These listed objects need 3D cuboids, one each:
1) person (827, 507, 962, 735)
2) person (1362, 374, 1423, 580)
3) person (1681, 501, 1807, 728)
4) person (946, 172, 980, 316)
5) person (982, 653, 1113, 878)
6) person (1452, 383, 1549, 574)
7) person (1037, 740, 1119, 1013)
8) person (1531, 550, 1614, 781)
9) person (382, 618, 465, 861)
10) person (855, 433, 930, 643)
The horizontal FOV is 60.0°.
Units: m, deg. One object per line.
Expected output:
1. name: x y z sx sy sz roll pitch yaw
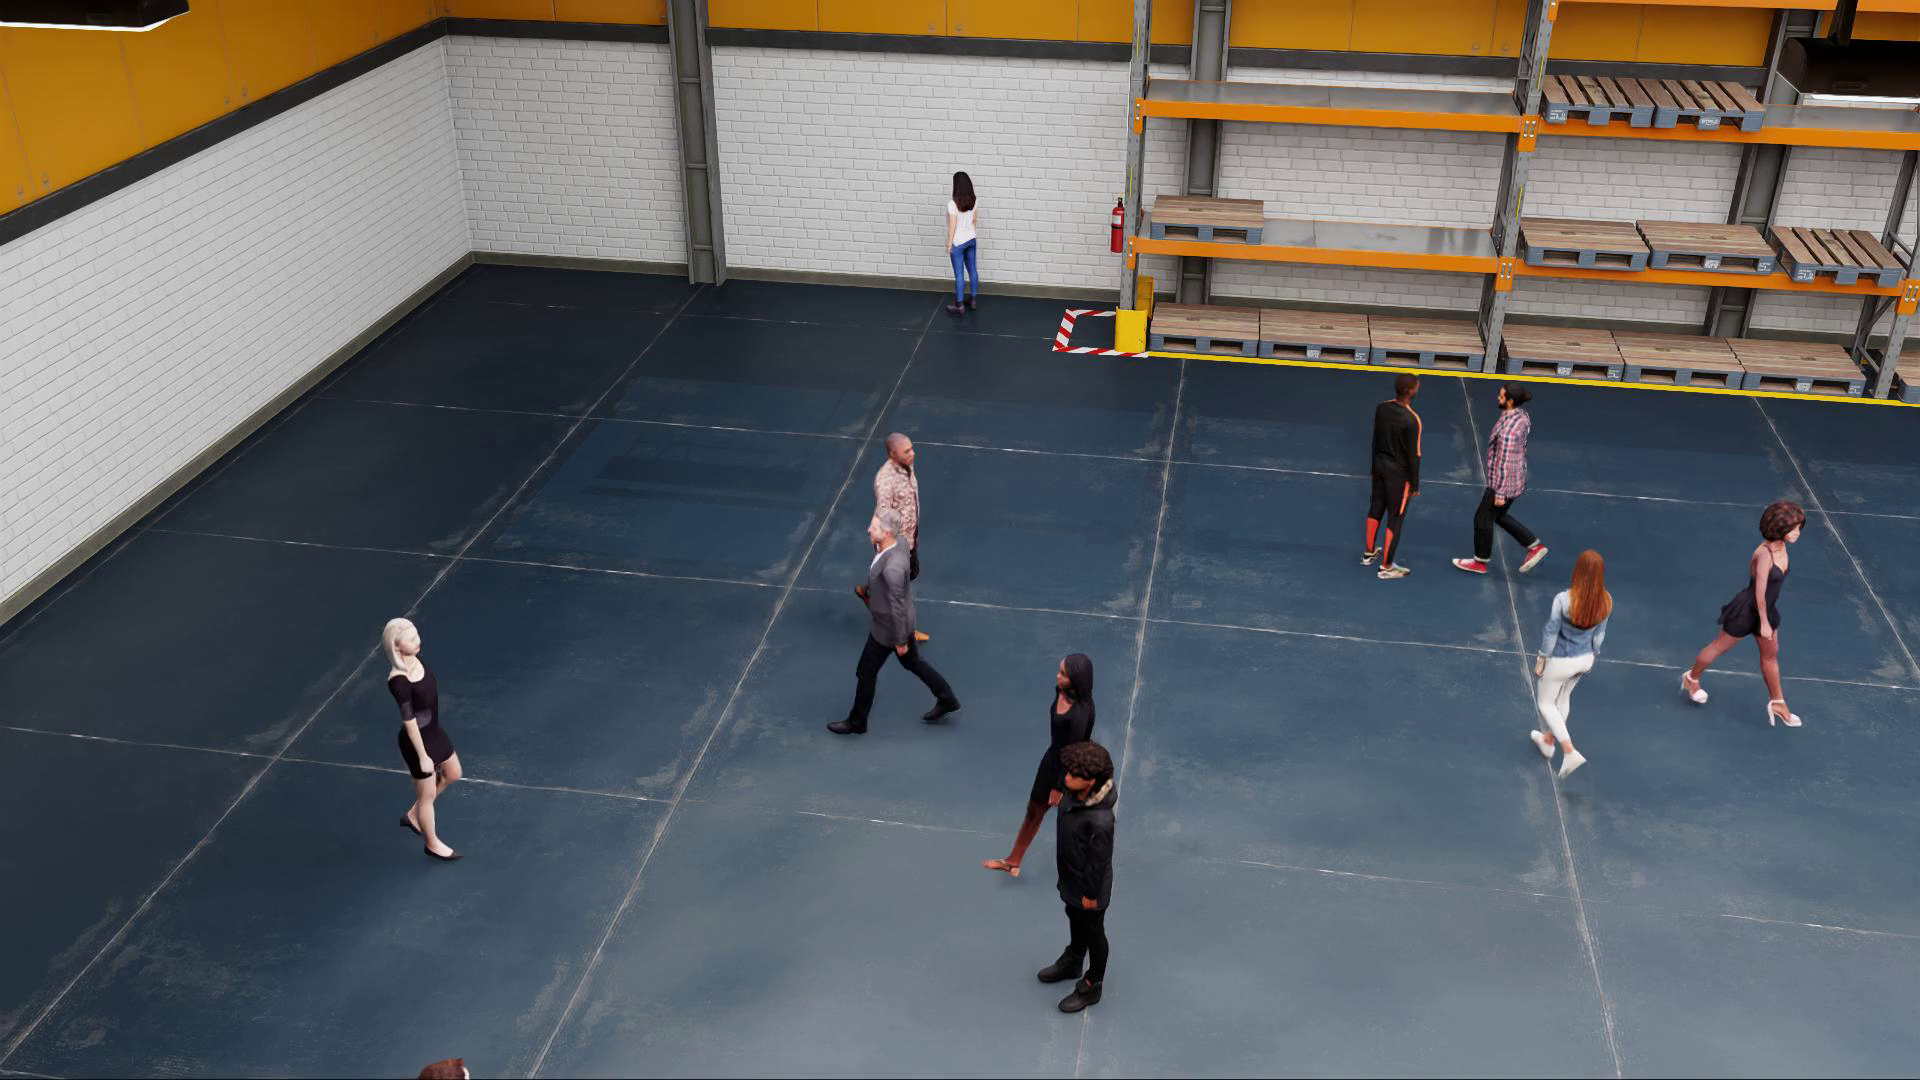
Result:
1. person: -0.395 0.599 11.843 1.272 1.796 0.891 0 29 0
2. person: 3.622 -0.571 13.975 0.812 1.808 0.760 -24 36 -36
3. person: 5.644 0.514 12.053 0.984 1.743 1.130 -23 36 -36
4. person: 0.040 -3.454 19.391 0.683 1.684 0.719 -23 36 -35
5. person: 0.777 1.442 10.412 1.174 1.686 0.918 -7 29 -12
6. person: 4.611 -0.473 13.870 1.077 1.736 0.905 12 31 20
7. person: 0.718 1.892 9.495 0.748 1.775 0.719 -10 30 -17
8. person: 4.218 0.883 11.439 0.965 1.684 0.914 -7 29 -12
9. person: -3.505 1.292 10.545 0.724 1.823 0.640 0 29 -1
10. person: -0.575 -0.040 13.025 0.951 1.786 0.783 9 30 16
